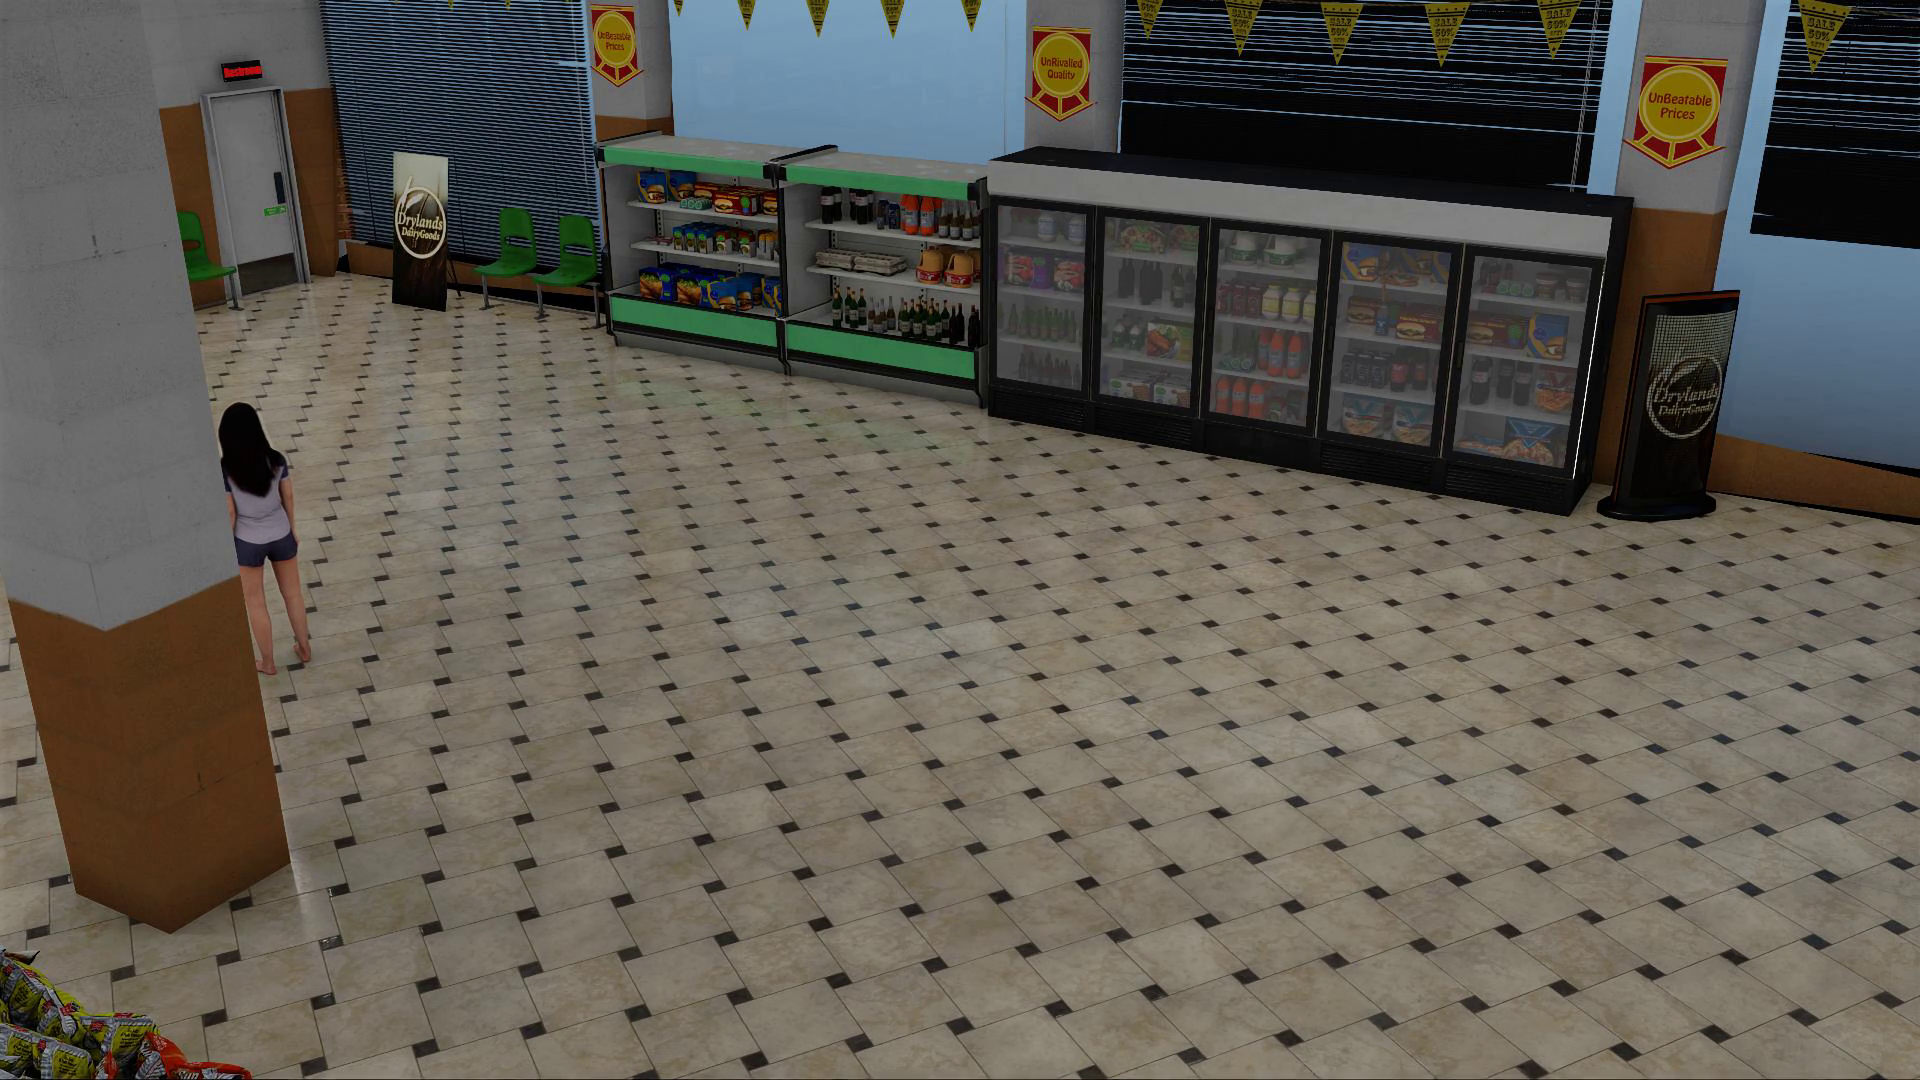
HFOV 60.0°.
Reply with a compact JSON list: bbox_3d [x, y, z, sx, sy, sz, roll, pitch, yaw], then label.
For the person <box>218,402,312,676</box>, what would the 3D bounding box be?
[{"bbox_3d":[-4.226,-0.013,10.055,0.649,1.706,0.610,-20,29,-41],"label":"person"}]
